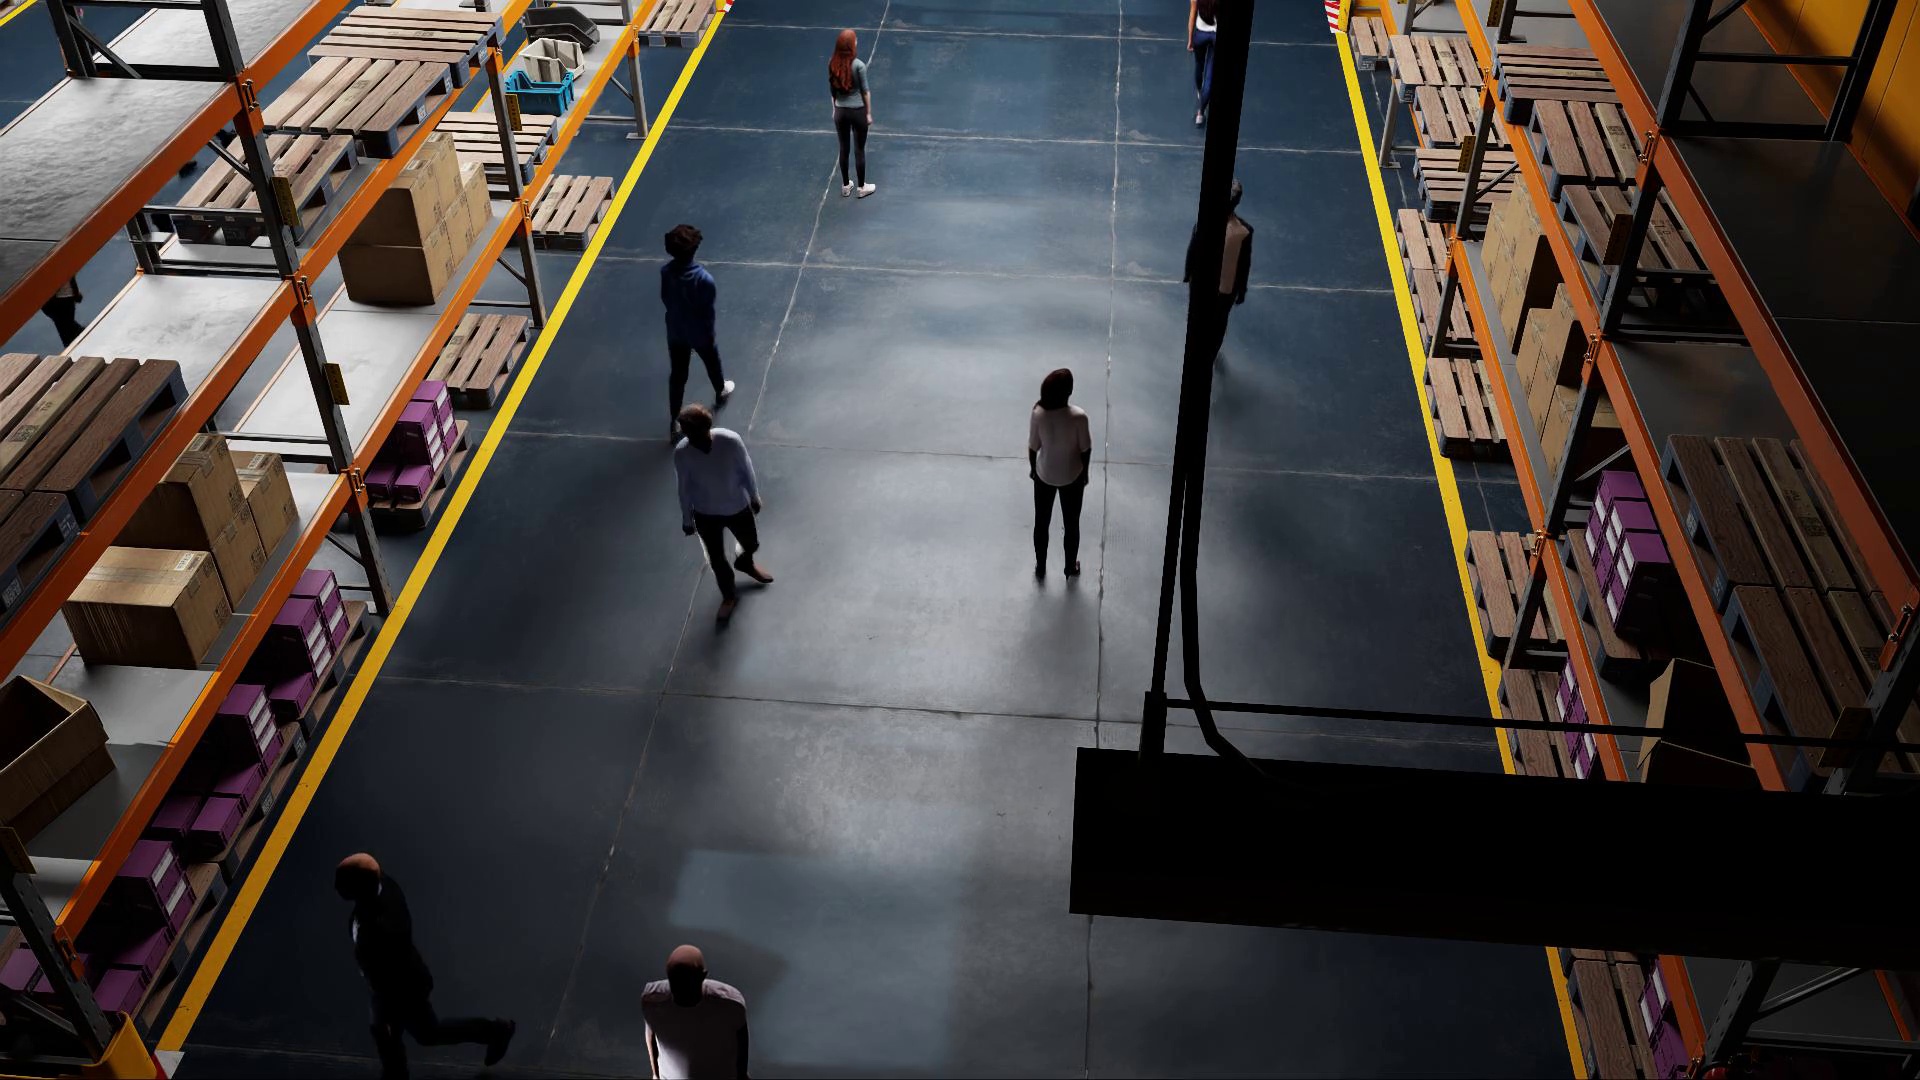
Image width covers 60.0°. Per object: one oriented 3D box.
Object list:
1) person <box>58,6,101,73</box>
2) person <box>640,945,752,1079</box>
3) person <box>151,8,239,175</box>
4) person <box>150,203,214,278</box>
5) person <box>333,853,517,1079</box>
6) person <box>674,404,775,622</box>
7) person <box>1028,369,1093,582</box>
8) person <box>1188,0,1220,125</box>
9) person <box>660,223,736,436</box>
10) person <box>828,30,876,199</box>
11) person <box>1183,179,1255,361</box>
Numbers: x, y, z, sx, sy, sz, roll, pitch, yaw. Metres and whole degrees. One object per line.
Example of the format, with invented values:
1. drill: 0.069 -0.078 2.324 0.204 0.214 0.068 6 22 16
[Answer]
1. person: -8.994 -4.636 17.205 0.615 1.779 0.728 8 39 9
2. person: -1.255 2.588 8.116 0.645 1.832 0.573 2 39 3
3. person: -8.168 -4.683 17.232 0.860 1.819 1.218 11 40 13
4. person: -6.433 -1.924 13.861 0.760 1.714 1.164 -3 39 -3
5. person: -2.821 2.246 8.589 1.140 1.777 1.151 -22 43 -25
6. person: -1.658 -0.236 11.634 0.905 1.855 0.946 -15 41 -18
7. person: 0.704 -0.439 11.940 0.632 1.791 0.556 8 39 10
8. person: 2.723 -5.422 18.232 0.736 1.724 1.151 10 40 12
9. person: -2.237 -1.677 13.499 0.858 1.780 1.201 12 40 14
10. person: -1.105 -4.304 16.818 0.643 1.742 0.634 15 41 18
11. person: 2.131 -2.069 13.937 0.695 1.845 1.183 4 39 5
